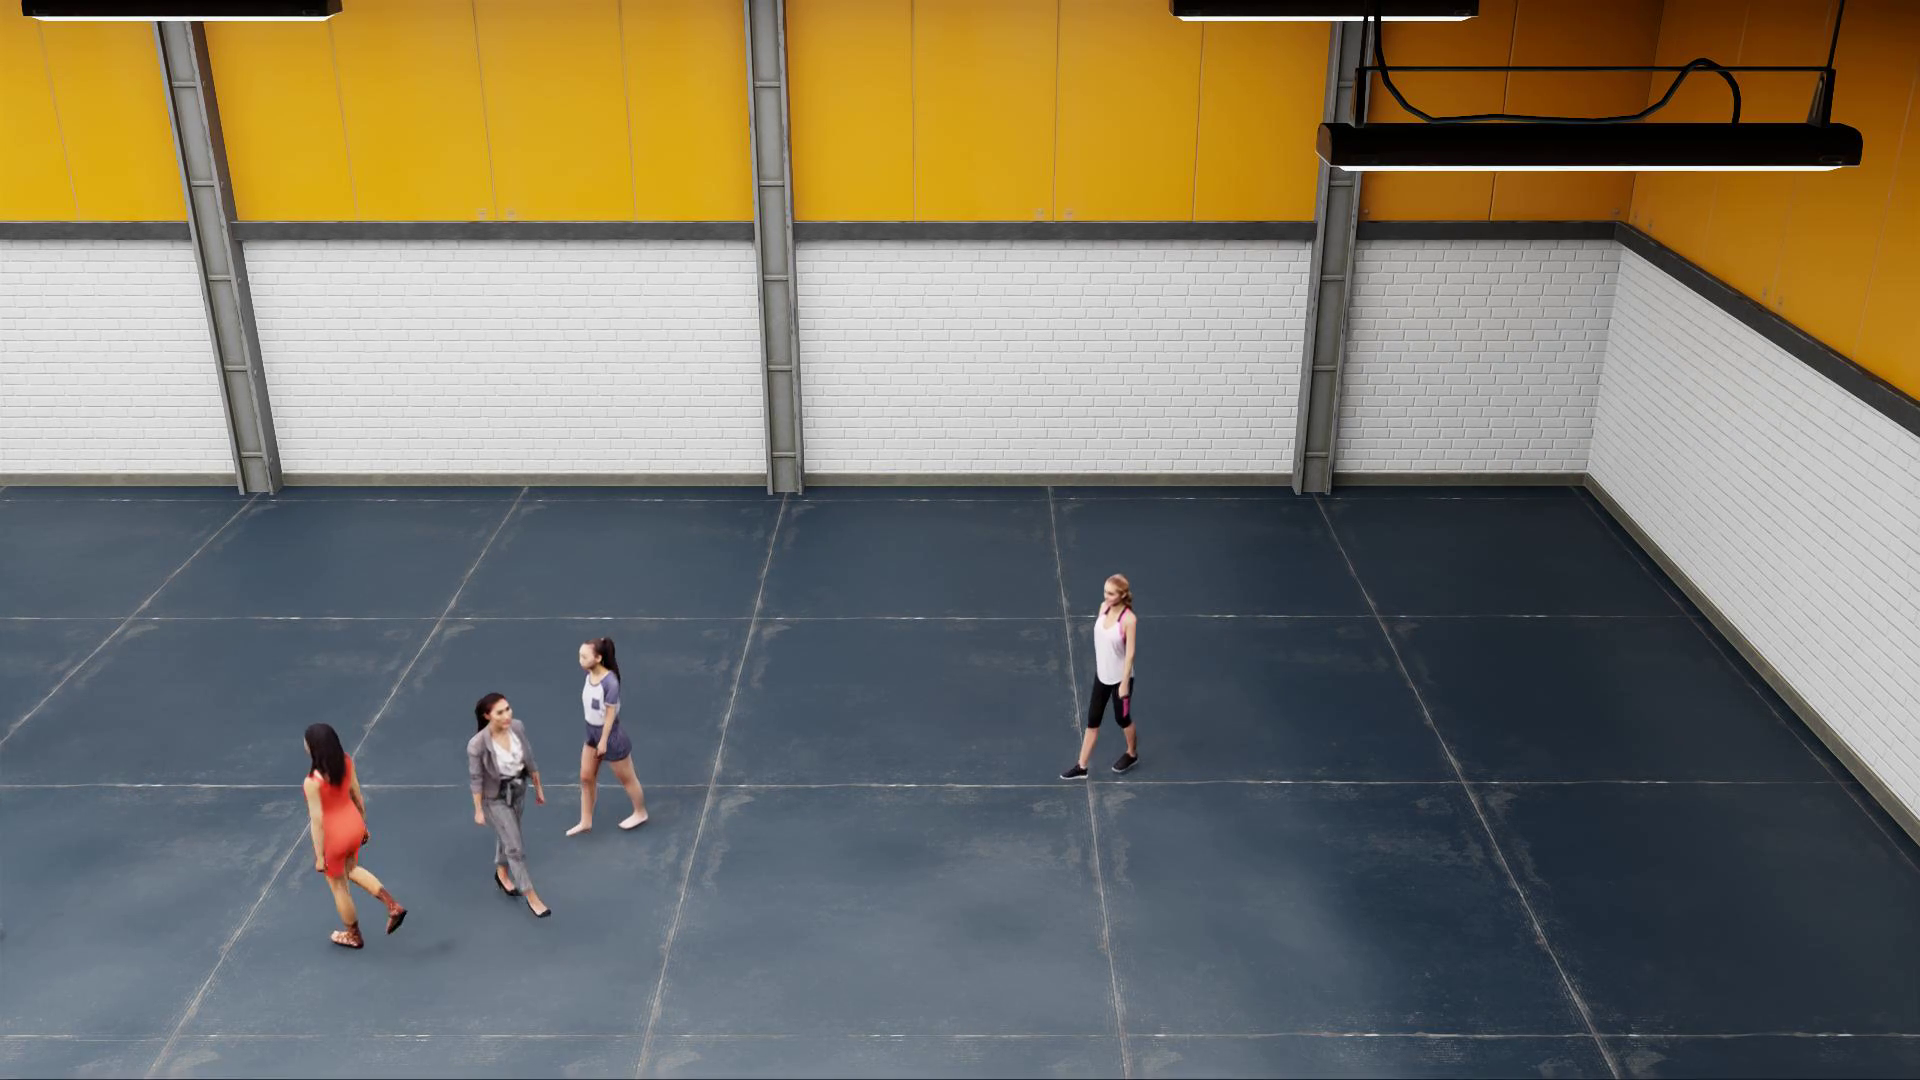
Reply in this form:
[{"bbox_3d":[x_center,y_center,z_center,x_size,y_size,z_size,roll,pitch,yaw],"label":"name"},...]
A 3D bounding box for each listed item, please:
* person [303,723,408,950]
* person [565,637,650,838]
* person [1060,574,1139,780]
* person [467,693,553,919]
[{"bbox_3d":[-4.034,1.984,11.016,0.867,1.712,0.720,6,24,13],"label":"person"},{"bbox_3d":[-2.542,1.439,12.370,0.965,1.626,0.894,-21,31,-40],"label":"person"},{"bbox_3d":[1.278,1.069,13.055,1.087,1.755,0.960,-15,28,-31],"label":"person"},{"bbox_3d":[-3.214,1.783,11.548,1.039,1.654,0.923,15,28,31],"label":"person"}]
